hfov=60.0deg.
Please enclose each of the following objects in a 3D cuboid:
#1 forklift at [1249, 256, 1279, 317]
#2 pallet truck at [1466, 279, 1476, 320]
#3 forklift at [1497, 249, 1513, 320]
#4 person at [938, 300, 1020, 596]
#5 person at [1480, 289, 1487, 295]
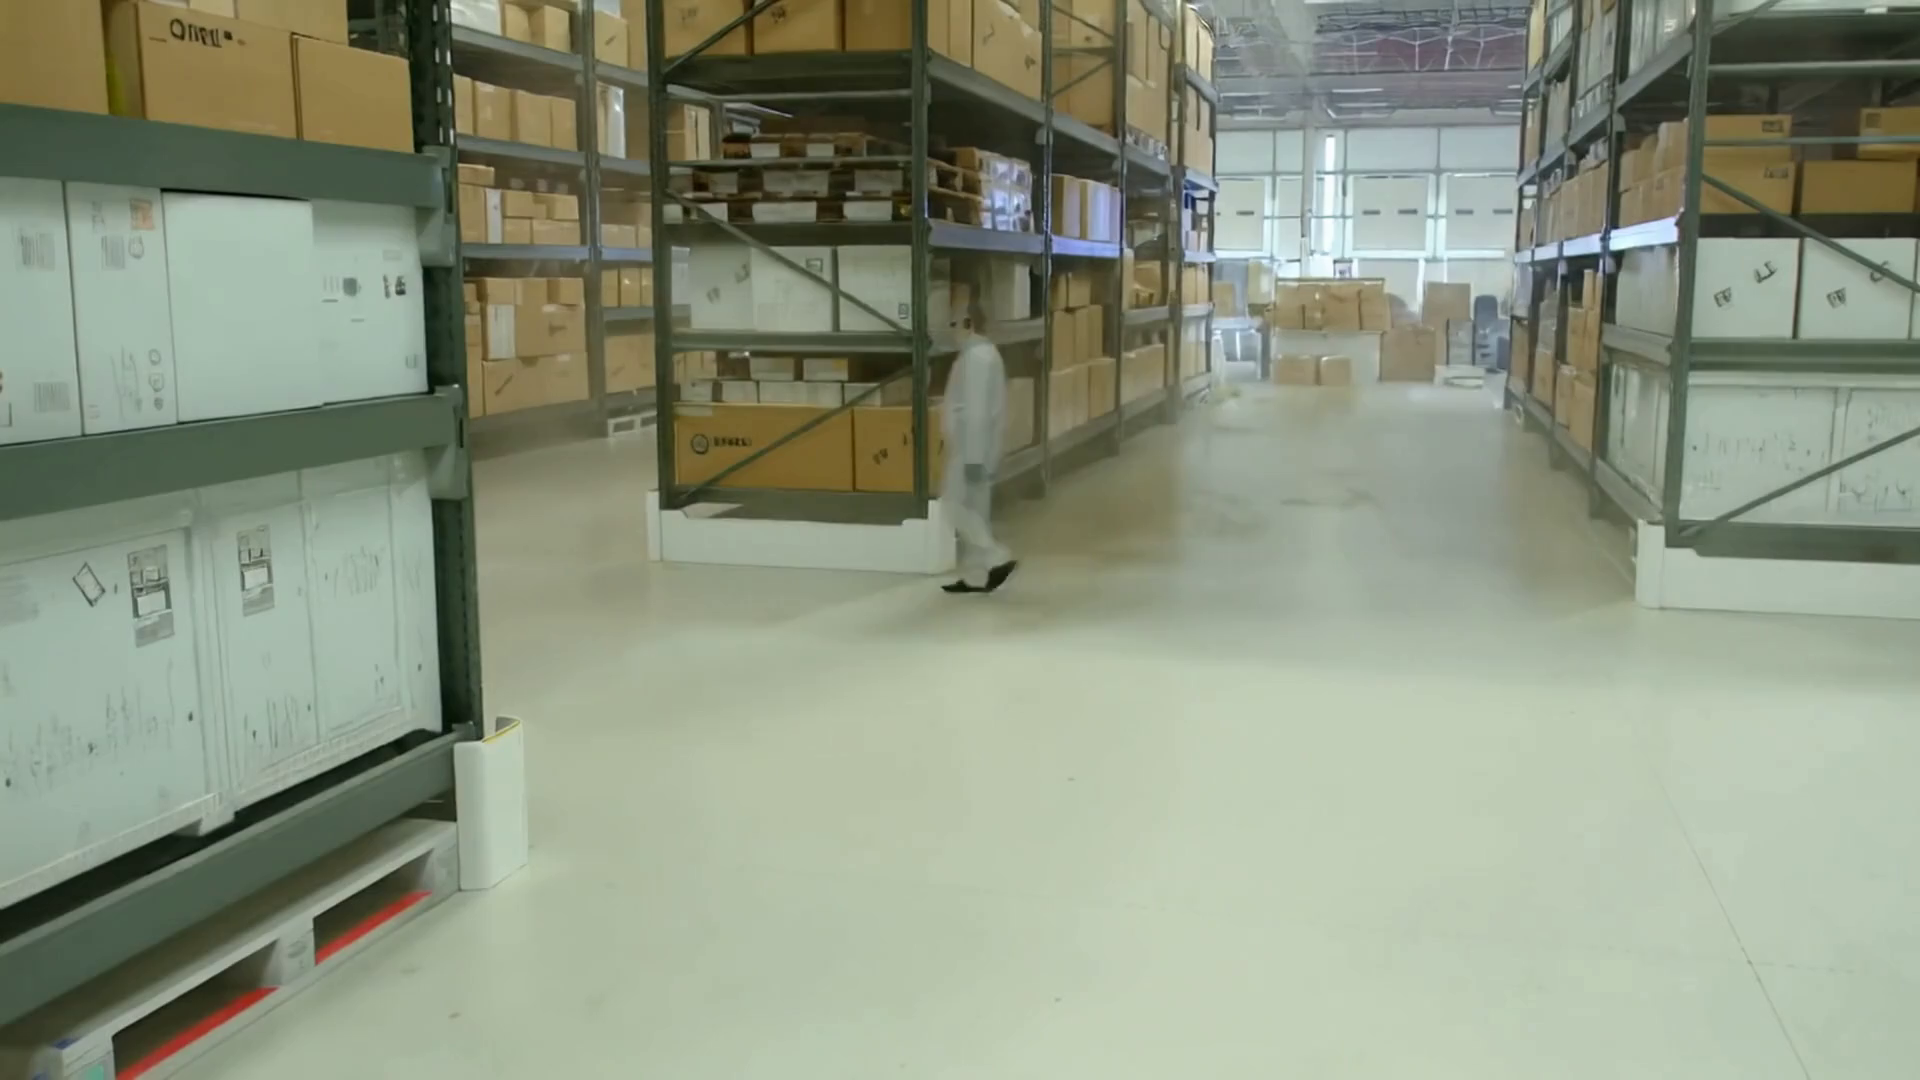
[{"bbox_3d":[11.325,-9.117,61.693,1.129,2.768,1.873,2,9,15],"label":"forklift"},{"bbox_3d":[18.896,-8.459,60.307,1.885,1.965,0.823,5,10,31],"label":"pallet truck"},{"bbox_3d":[15.721,-6.740,46.596,1.129,2.768,1.873,1,9,8],"label":"forklift"},{"bbox_3d":[0.099,-0.565,10.501,0.465,1.888,0.649,2,9,15],"label":"person"},{"bbox_3d":[15.931,-6.795,50.704,0.374,1.682,0.555,4,10,21],"label":"person"}]
